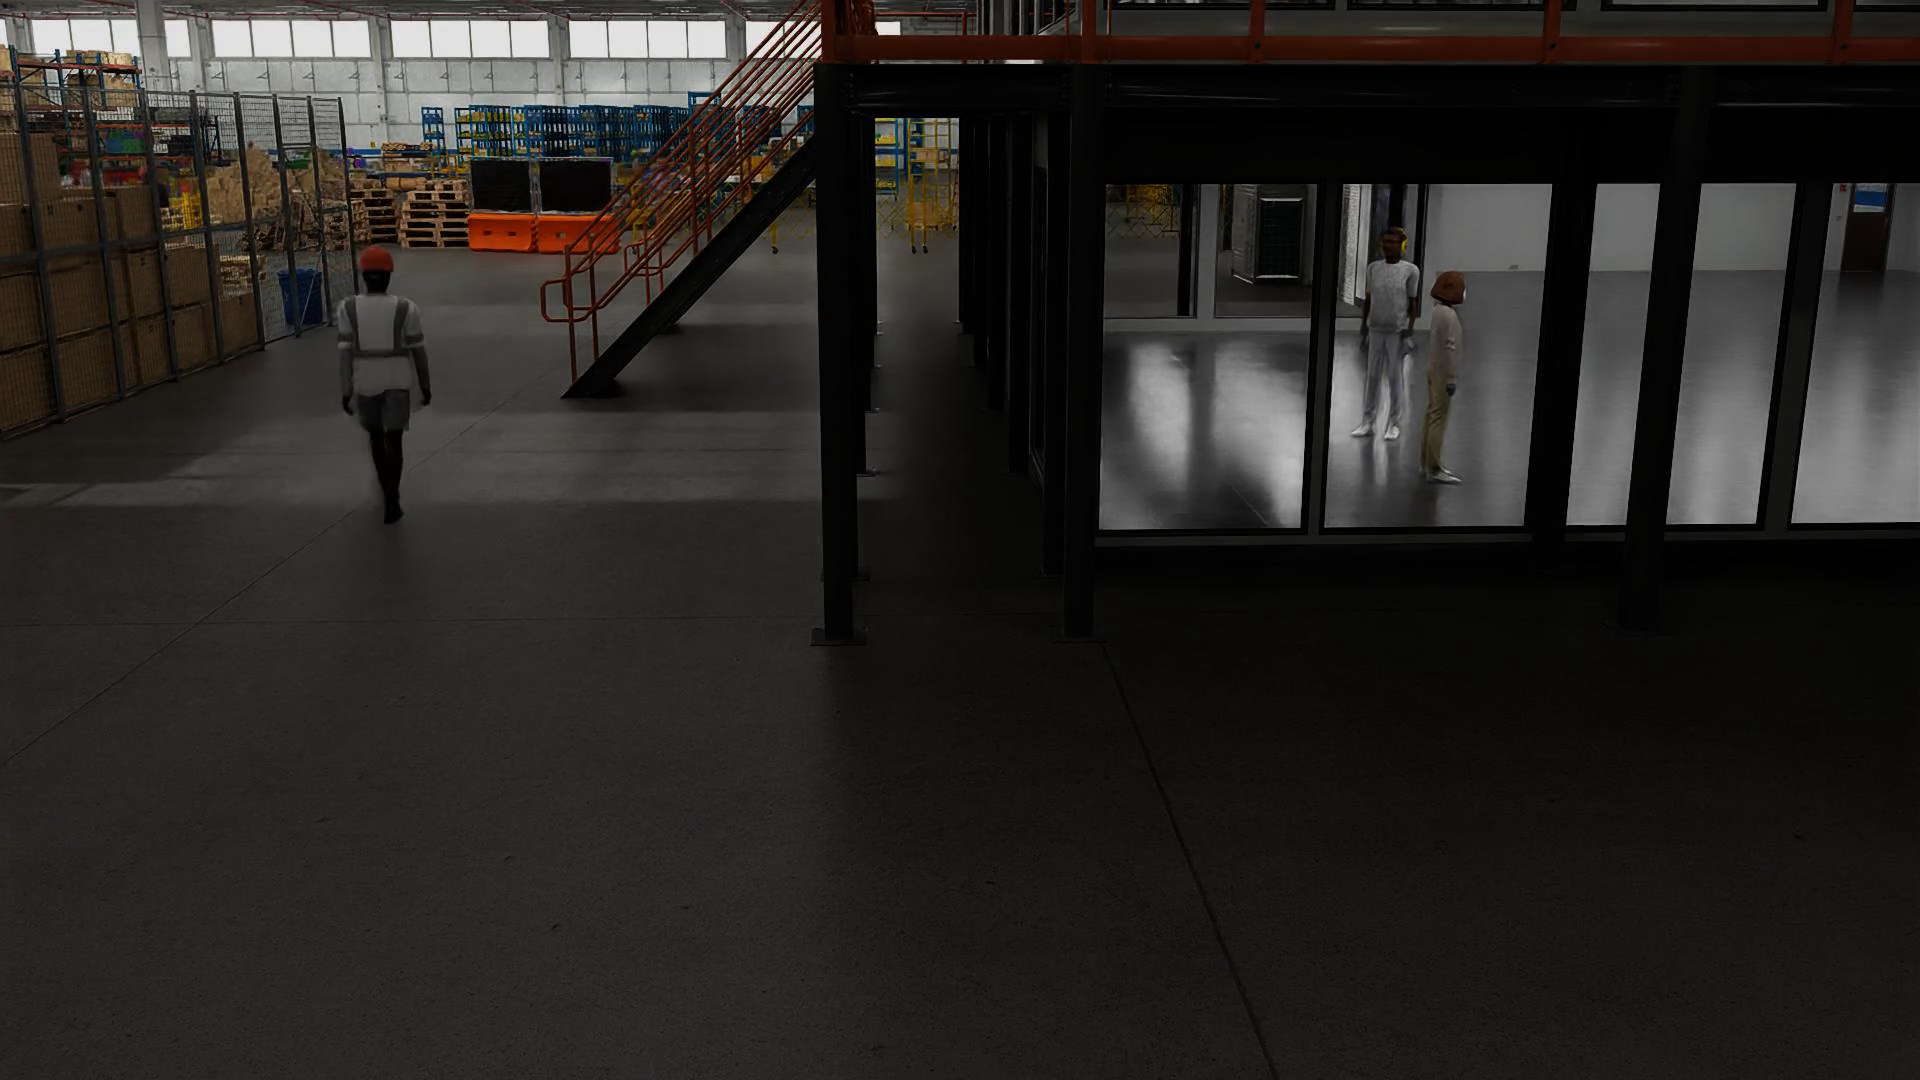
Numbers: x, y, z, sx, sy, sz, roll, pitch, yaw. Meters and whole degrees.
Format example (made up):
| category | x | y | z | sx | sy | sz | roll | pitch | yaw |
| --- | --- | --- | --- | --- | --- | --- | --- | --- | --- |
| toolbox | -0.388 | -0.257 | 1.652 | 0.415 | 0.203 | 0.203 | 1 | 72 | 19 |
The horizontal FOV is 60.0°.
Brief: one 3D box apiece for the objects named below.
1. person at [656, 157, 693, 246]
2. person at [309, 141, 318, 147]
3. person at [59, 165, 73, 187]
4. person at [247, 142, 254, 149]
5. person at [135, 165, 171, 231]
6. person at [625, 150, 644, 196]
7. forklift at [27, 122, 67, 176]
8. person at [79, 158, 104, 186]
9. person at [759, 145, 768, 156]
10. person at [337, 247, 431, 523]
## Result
| category | x | y | z | sx | sy | sz | roll | pitch | yaw |
| --- | --- | --- | --- | --- | --- | --- | --- | --- | --- |
| person | -6.515 | -7.652 | 37.702 | 0.999 | 1.998 | 0.619 | 5 | 15 | 19 |
| person | -36.354 | -21.531 | 93.531 | 0.629 | 1.831 | 0.429 | -4 | 15 | -17 |
| person | -24.245 | -9.293 | 44.953 | 0.549 | 1.642 | 0.858 | 1 | 14 | 3 |
| person | -32.750 | -17.463 | 76.965 | 0.633 | 1.972 | 0.613 | -13 | 19 | -43 |
| person | -15.922 | -6.416 | 32.886 | 0.626 | 1.954 | 0.860 | -12 | 18 | -40 |
| person | -12.604 | -14.140 | 64.168 | 0.870 | 1.721 | 0.551 | -7 | 16 | -26 |
| forklift | -35.376 | -14.773 | 64.377 | 1.129 | 2.768 | 1.873 | -1 | 14 | -2 |
| person | -24.615 | -9.895 | 47.109 | 0.596 | 1.781 | 0.938 | -1 | 14 | -4 |
| person | -9.039 | -17.064 | 75.717 | 0.801 | 1.804 | 0.601 | 10 | 17 | 35 |
| person | -4.071 | -1.124 | 11.831 | 0.575 | 1.885 | 0.976 | -3 | 14 | -11 |
